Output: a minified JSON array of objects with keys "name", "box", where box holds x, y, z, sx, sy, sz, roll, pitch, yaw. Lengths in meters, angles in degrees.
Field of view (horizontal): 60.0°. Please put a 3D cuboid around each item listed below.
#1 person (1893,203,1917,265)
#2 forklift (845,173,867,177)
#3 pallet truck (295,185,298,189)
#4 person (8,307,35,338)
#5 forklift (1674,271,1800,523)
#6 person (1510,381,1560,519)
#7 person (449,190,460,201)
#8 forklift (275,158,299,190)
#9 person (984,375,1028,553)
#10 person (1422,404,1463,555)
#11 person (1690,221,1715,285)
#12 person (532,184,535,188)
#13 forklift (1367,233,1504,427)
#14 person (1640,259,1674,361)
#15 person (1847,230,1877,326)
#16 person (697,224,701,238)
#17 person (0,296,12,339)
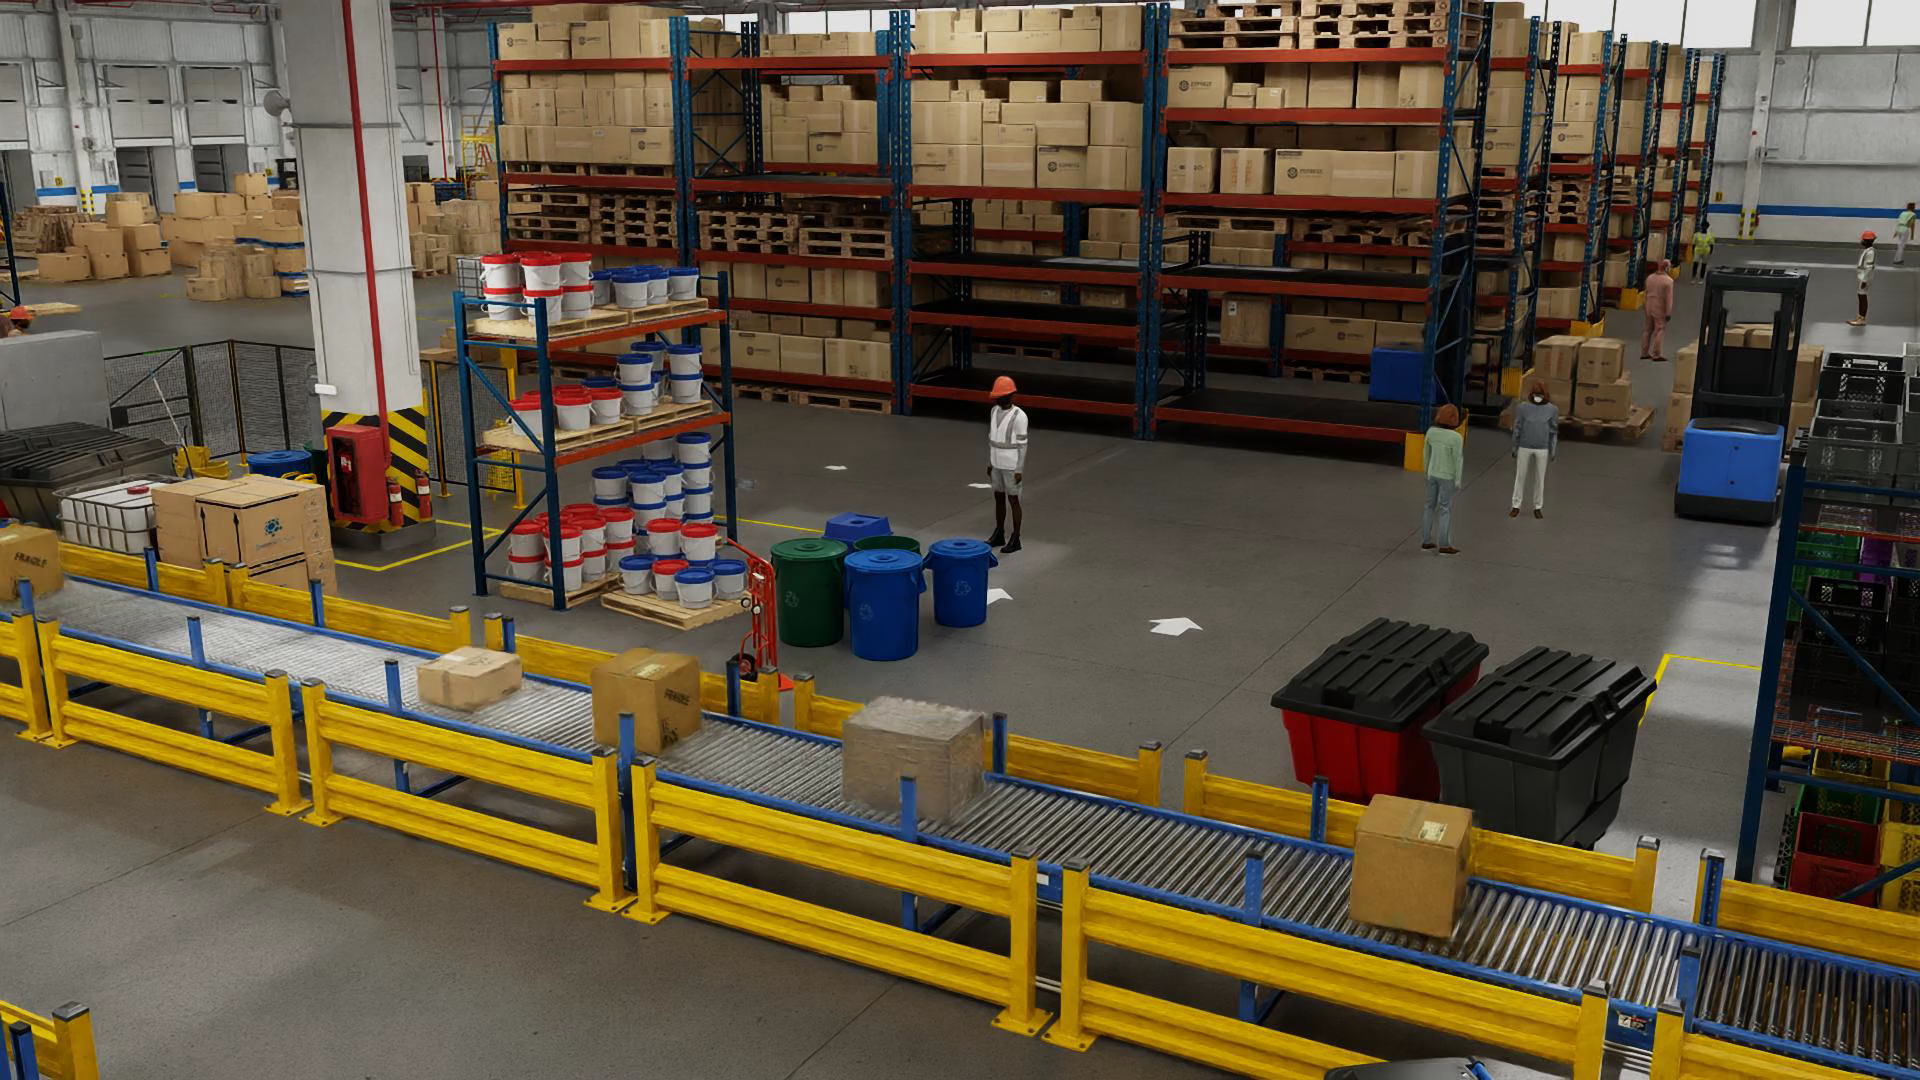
[{"name":"person","box":[28.044,-9.087,49.358,0.662,1.798,0.626,-4,15,-14]},{"name":"forklift","box":[-3.950,-13.443,63.637,1.129,2.768,1.873,8,17,28]},{"name":"pallet truck","box":[-26.804,-14.617,69.738,1.885,1.965,0.823,-14,20,-42]},{"name":"person","box":[-13.406,-2.378,23.879,0.436,1.927,0.575,-12,19,-37]},{"name":"forklift","box":[9.269,-1.763,19.726,1.129,2.768,1.873,8,17,27]},{"name":"person","box":[6.721,-1.060,19.472,0.499,1.633,0.281,5,16,18]},{"name":"person","box":[-16.159,-10.241,53.402,0.635,1.939,0.366,-11,18,-35]},{"name":"forklift","box":[-22.628,-11.539,56.478,1.873,2.768,1.129,8,17,28]},{"name":"person","box":[0.483,-0.826,18.008,0.356,1.939,0.542,-13,19,-39]},{"name":"person","box":[5.214,-0.662,17.974,0.286,1.633,0.501,-9,18,-31]},{"name":"person","box":[19.490,-7.515,43.669,0.541,1.670,0.715,7,16,24]},{"name":"person","box":[-17.006,-13.480,66.059,0.530,1.689,0.322,3,15,10]},{"name":"forklift","box":[7.318,-3.251,25.321,1.873,2.768,1.129,8,17,28]},{"name":"person","box":[13.094,-4.300,31.152,0.399,1.899,0.646,-6,16,-23]},{"name":"person","box":[19.542,-5.661,35.987,0.374,2.043,0.611,5,16,19]},{"name":"person","box":[-6.811,-7.874,44.395,0.622,1.993,0.382,-14,20,-42]},{"name":"person","box":[-15.508,-3.105,26.907,0.533,1.768,0.310,3,15,10]}]
